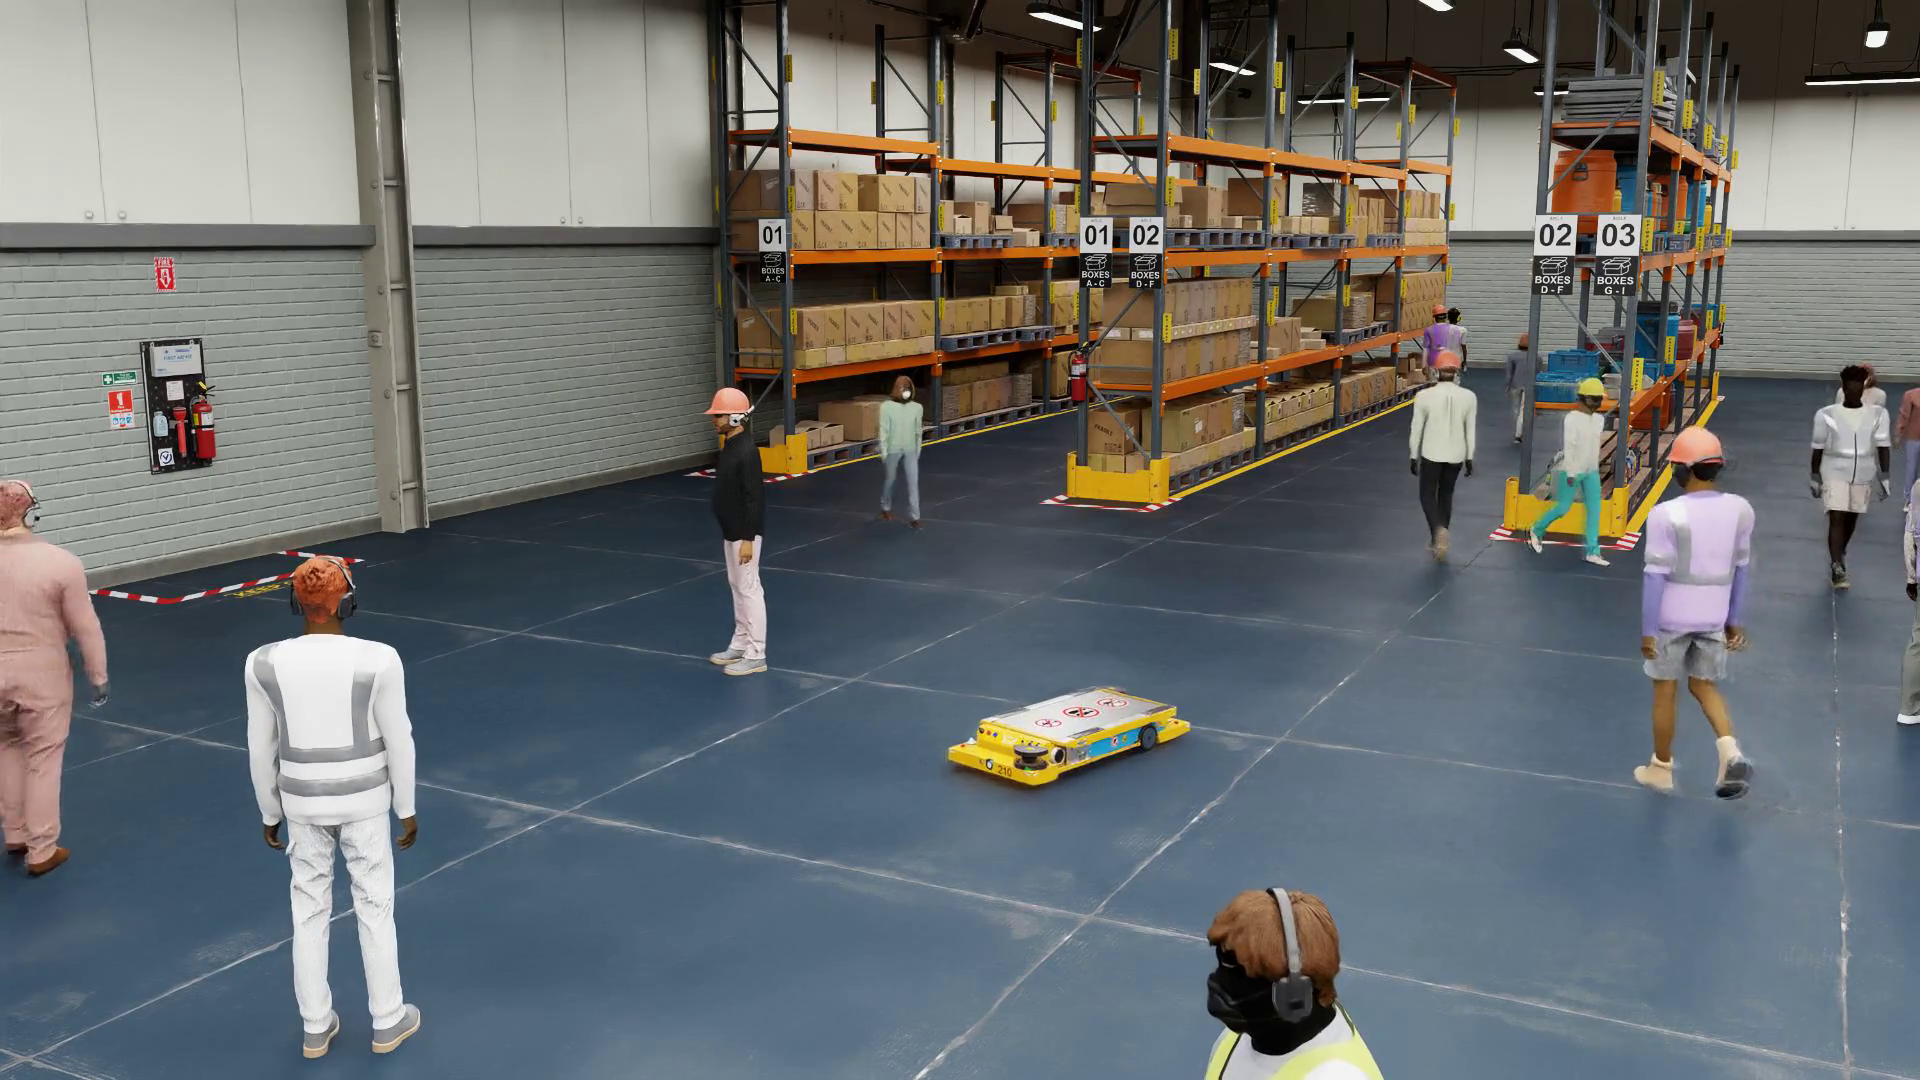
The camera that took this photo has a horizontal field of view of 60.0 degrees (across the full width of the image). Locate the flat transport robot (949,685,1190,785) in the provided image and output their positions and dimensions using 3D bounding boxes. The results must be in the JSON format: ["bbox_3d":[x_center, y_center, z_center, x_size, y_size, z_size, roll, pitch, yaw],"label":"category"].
[{"bbox_3d":[0.665,1.123,9.791,0.652,0.197,1.431,10,14,44],"label":"flat transport robot"}]

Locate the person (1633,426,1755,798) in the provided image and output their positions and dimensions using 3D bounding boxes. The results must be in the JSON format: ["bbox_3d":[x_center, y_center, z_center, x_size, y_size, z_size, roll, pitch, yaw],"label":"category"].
[{"bbox_3d":[3.917,0.414,8.860,0.621,2.031,0.663,-2,11,-10],"label":"person"}]

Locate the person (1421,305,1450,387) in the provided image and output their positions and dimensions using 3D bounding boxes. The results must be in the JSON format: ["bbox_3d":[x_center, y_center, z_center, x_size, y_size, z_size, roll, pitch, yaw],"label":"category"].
[{"bbox_3d":[7.899,-2.919,27.416,0.564,1.888,0.882,2,11,13],"label":"person"}]

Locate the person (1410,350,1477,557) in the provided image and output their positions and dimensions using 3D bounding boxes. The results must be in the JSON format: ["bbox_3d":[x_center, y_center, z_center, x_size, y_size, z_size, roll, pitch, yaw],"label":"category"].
[{"bbox_3d":[4.556,-0.800,15.655,0.623,1.969,0.790,0,10,-1],"label":"person"}]

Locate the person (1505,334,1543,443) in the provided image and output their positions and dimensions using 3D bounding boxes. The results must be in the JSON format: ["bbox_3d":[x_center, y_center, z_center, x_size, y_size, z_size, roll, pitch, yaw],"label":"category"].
[{"bbox_3d":[8.332,-2.239,24.525,0.524,1.580,0.869,6,12,31],"label":"person"}]

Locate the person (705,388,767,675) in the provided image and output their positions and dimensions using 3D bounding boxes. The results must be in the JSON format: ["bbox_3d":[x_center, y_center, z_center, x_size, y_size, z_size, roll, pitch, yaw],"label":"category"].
[{"bbox_3d":[-1.548,-0.062,11.548,0.394,1.994,0.612,-4,11,-21],"label":"person"}]

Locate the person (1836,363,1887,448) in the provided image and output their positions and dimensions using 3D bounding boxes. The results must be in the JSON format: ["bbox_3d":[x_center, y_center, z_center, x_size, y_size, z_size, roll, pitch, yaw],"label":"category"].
[{"bbox_3d":[10.086,-1.190,18.685,0.526,1.621,0.476,6,12,30],"label":"person"}]

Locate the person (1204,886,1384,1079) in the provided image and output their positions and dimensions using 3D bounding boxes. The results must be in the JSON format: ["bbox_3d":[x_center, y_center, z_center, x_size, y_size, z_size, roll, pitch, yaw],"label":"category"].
[{"bbox_3d":[0.612,1.548,3.228,0.430,1.836,0.628,0,10,-3],"label":"person"}]

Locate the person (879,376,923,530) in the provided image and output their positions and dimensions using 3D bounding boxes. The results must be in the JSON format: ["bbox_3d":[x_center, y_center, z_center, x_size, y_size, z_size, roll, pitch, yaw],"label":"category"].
[{"bbox_3d":[-0.635,-0.938,17.423,0.501,1.594,0.844,-4,11,-19],"label":"person"}]

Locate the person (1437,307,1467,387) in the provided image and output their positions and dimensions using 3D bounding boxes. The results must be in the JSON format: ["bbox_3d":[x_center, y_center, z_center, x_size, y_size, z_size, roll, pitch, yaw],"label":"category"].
[{"bbox_3d":[8.030,-2.862,27.162,0.508,1.872,0.329,5,12,27],"label":"person"}]

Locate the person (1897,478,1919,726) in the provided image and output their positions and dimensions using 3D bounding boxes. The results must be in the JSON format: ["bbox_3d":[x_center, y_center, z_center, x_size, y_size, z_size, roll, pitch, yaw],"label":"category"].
[{"bbox_3d":[6.035,0.239,10.126,0.389,1.913,0.594,-3,11,-15],"label":"person"}]

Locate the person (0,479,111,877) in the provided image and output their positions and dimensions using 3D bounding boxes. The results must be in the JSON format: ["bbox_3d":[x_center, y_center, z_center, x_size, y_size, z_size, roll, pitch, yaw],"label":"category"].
[{"bbox_3d":[-4.446,0.642,7.994,0.686,1.887,0.620,-1,10,-7],"label":"person"}]

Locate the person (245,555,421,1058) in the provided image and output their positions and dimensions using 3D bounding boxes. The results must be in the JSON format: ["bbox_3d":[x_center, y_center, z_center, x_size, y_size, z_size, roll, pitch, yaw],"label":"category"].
[{"bbox_3d":[-2.294,0.986,6.142,0.581,1.882,0.351,-1,10,-5],"label":"person"}]

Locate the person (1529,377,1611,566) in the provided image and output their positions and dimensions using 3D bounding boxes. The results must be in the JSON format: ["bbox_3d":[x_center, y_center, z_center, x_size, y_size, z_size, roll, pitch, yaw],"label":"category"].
[{"bbox_3d":[5.745,-0.663,15.527,0.518,1.740,0.778,-5,11,-25],"label":"person"}]

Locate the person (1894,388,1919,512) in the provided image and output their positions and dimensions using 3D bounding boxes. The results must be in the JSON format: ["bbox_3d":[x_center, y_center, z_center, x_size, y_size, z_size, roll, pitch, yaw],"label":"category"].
[{"bbox_3d":[10.404,-1.092,17.962,0.551,1.702,0.962,5,12,25],"label":"person"}]

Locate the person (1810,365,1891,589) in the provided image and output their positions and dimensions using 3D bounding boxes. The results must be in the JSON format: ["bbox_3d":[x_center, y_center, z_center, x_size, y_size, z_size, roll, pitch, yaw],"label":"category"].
[{"bbox_3d":[7.791,-0.582,14.594,0.602,1.924,0.997,2,11,12],"label":"person"}]
